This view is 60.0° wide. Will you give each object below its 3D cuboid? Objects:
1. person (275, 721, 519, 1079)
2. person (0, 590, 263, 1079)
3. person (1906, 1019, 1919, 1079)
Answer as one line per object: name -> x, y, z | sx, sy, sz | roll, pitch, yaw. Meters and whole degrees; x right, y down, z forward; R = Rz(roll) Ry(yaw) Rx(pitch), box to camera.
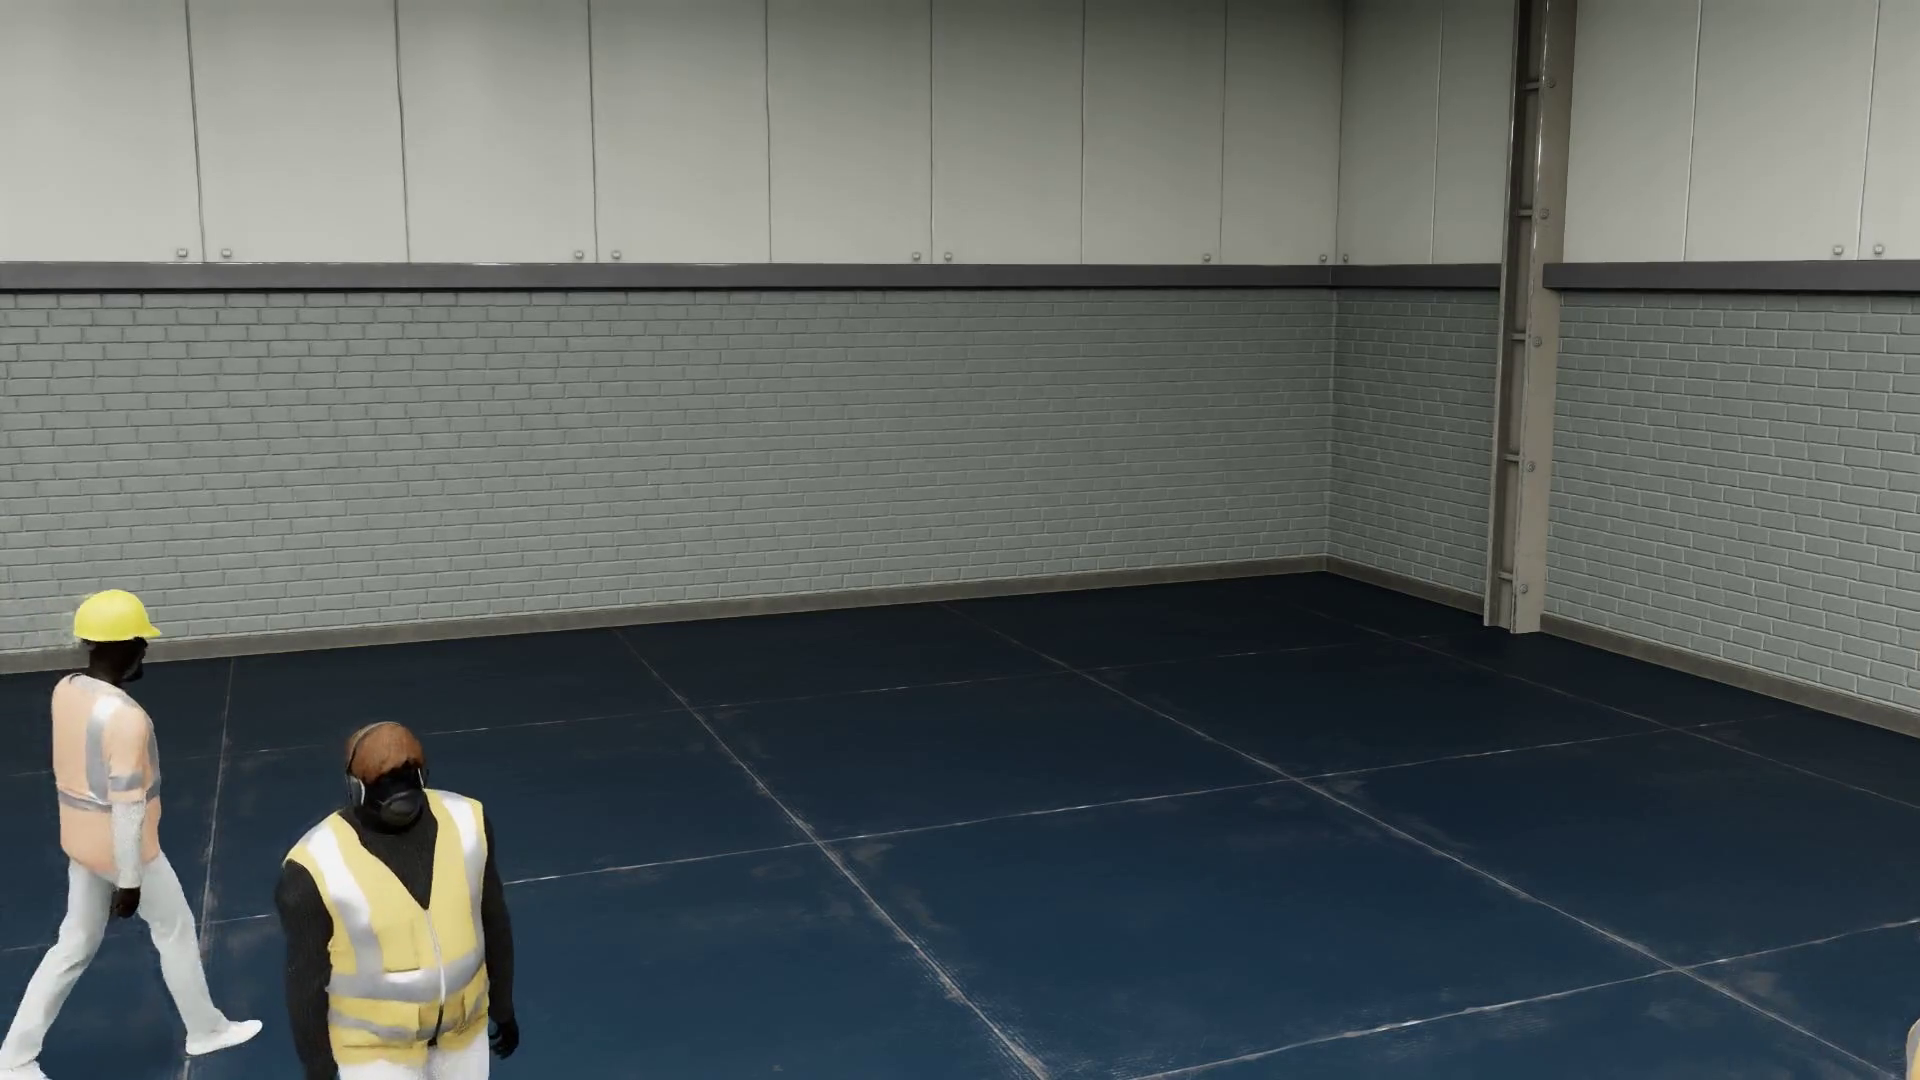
person -> -1.614, 1.378, 4.767 | 0.634, 1.818, 0.722 | -9, 13, -44
person -> -3.175, 1.116, 6.184 | 0.586, 1.891, 0.950 | 6, 11, 35
person -> 2.127, 1.565, 3.271 | 0.745, 1.910, 0.561 | 0, 9, 0
